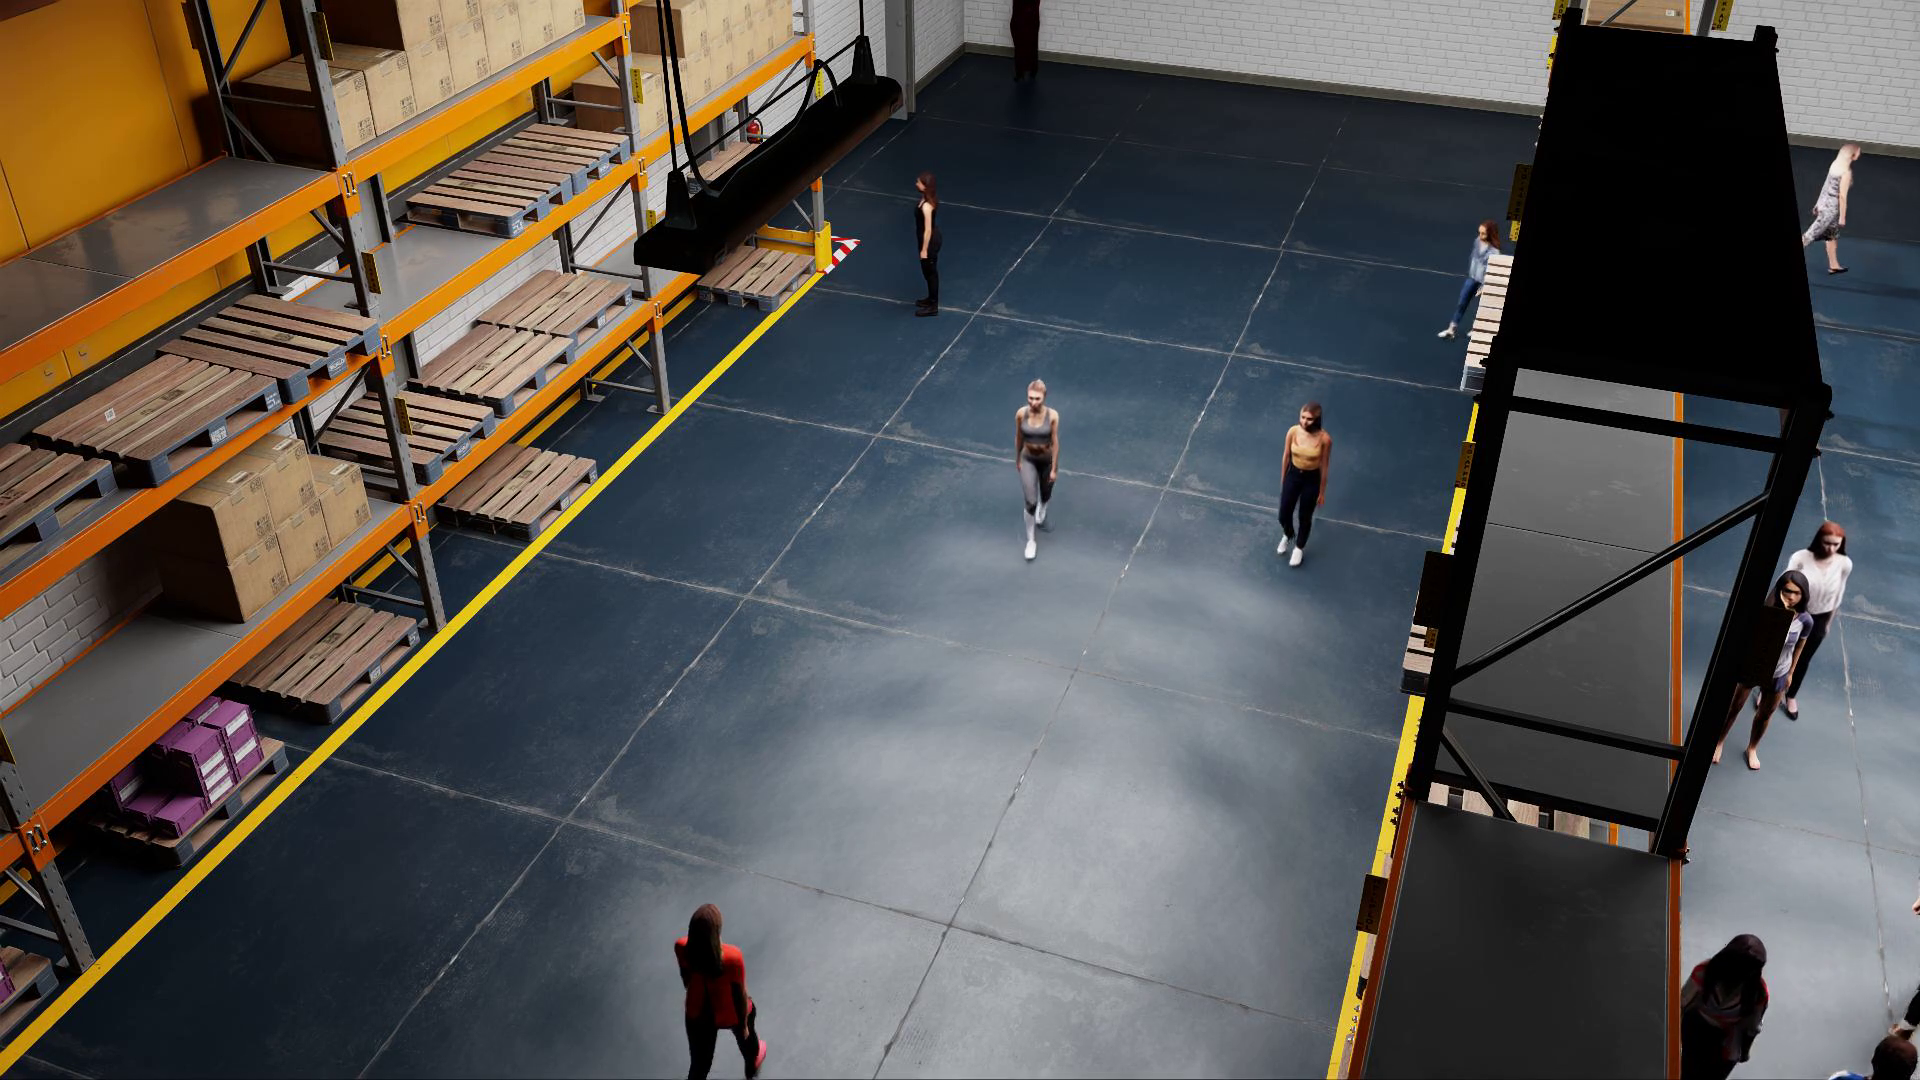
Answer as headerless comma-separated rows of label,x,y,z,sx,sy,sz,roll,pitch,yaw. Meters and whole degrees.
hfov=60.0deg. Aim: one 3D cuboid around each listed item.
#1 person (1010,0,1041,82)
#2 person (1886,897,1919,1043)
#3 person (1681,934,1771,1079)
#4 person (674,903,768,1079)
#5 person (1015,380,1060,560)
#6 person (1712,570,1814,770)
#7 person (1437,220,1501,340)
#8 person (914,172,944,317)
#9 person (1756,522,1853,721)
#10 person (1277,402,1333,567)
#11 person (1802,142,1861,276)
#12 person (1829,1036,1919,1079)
person,1.023,-8.002,25.731,0.745,1.758,0.830,-20,38,-27
person,6.067,2.320,10.116,1.295,1.854,1.075,-23,40,-31
person,4.382,2.804,9.620,0.734,1.595,0.774,25,41,33
person,-1.444,2.802,9.573,0.645,1.652,1.136,10,35,14
person,0.707,-0.713,14.839,0.716,1.676,1.091,3,34,5
person,5.961,0.945,12.317,0.600,1.707,0.538,9,35,14
person,5.782,-2.857,18.269,0.995,1.449,0.908,-15,36,-21
person,-0.355,-3.352,18.799,0.701,1.688,0.578,2,34,4
person,6.472,0.603,12.786,0.619,1.758,0.540,6,34,9
person,3.053,-0.531,14.619,0.607,1.618,0.607,15,36,21
person,10.095,-3.836,19.559,0.856,1.652,1.160,3,34,5
person,4.570,3.313,8.624,0.789,1.851,0.987,23,40,30
